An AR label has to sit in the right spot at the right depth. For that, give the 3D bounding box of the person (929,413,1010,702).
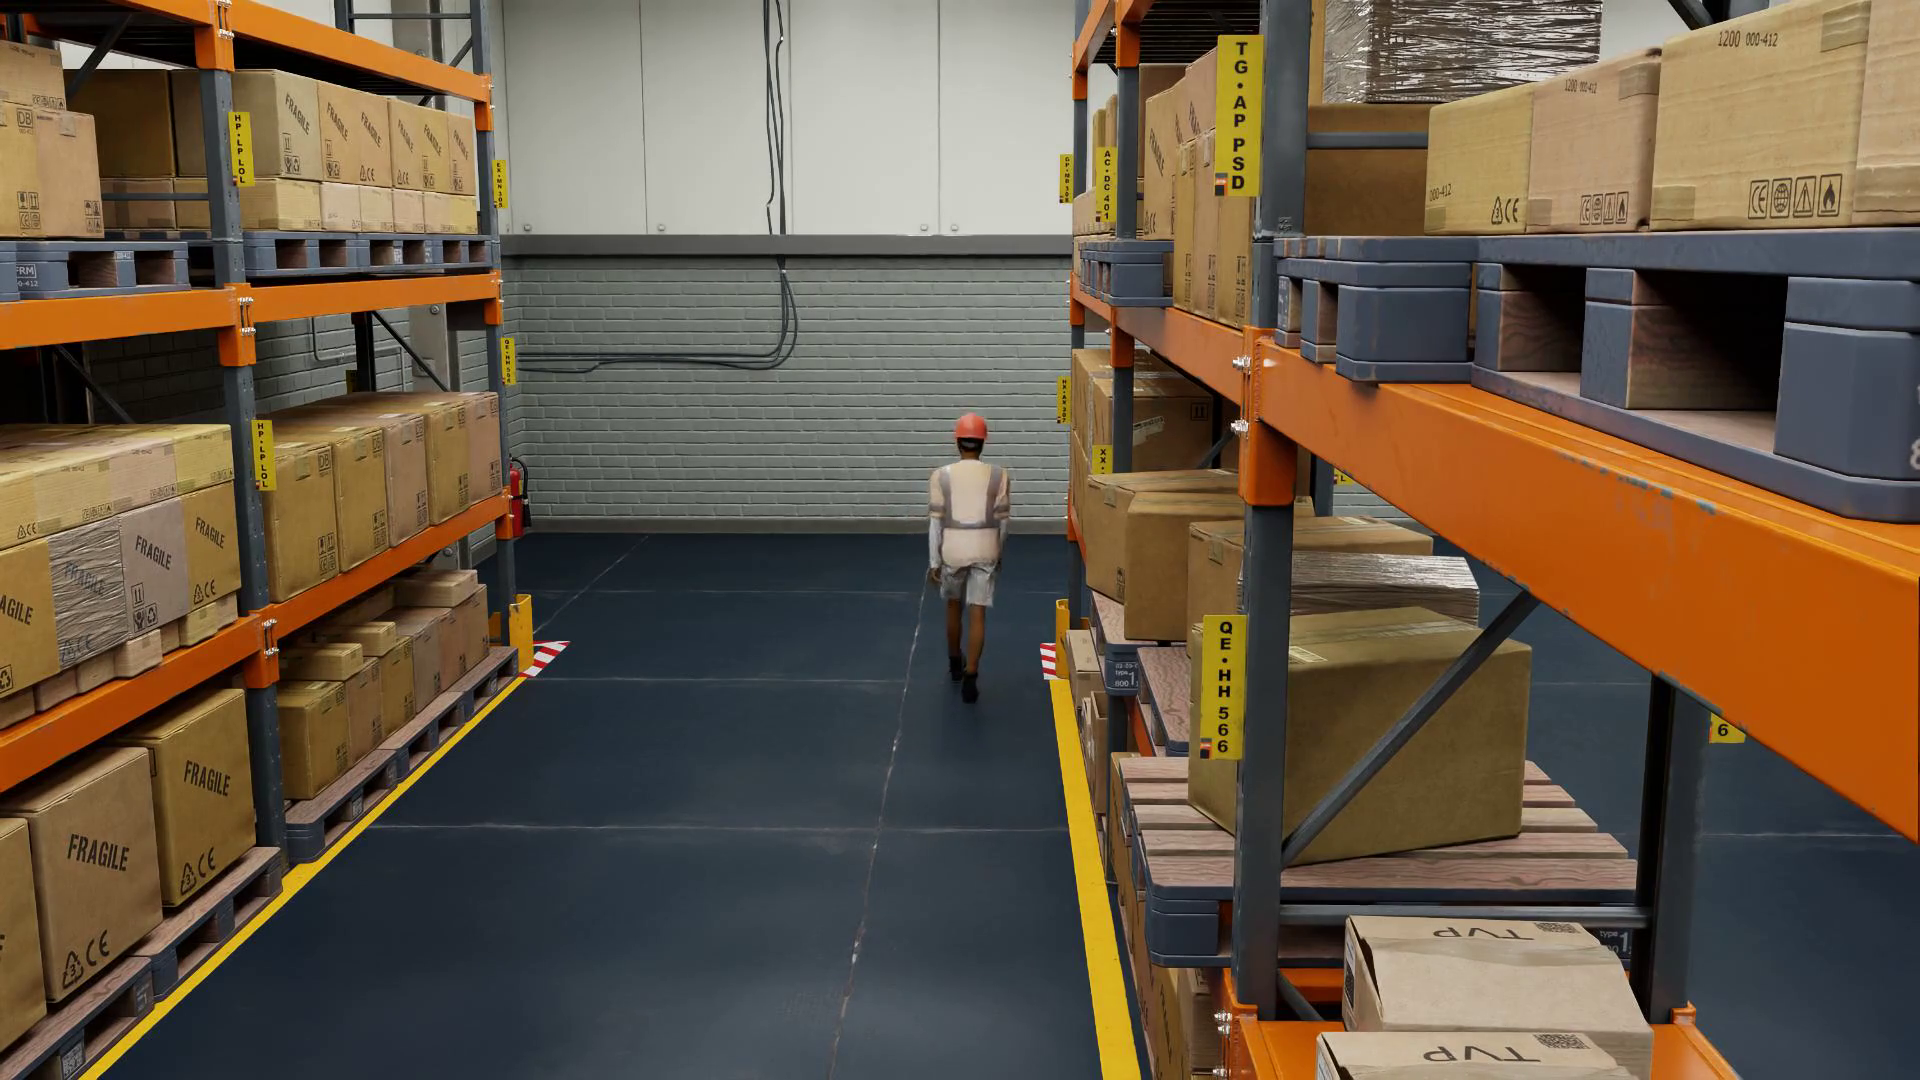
[{"bbox_3d":[0.072,0.088,11.326,0.542,1.890,0.925,1,10,5],"label":"person"}]
